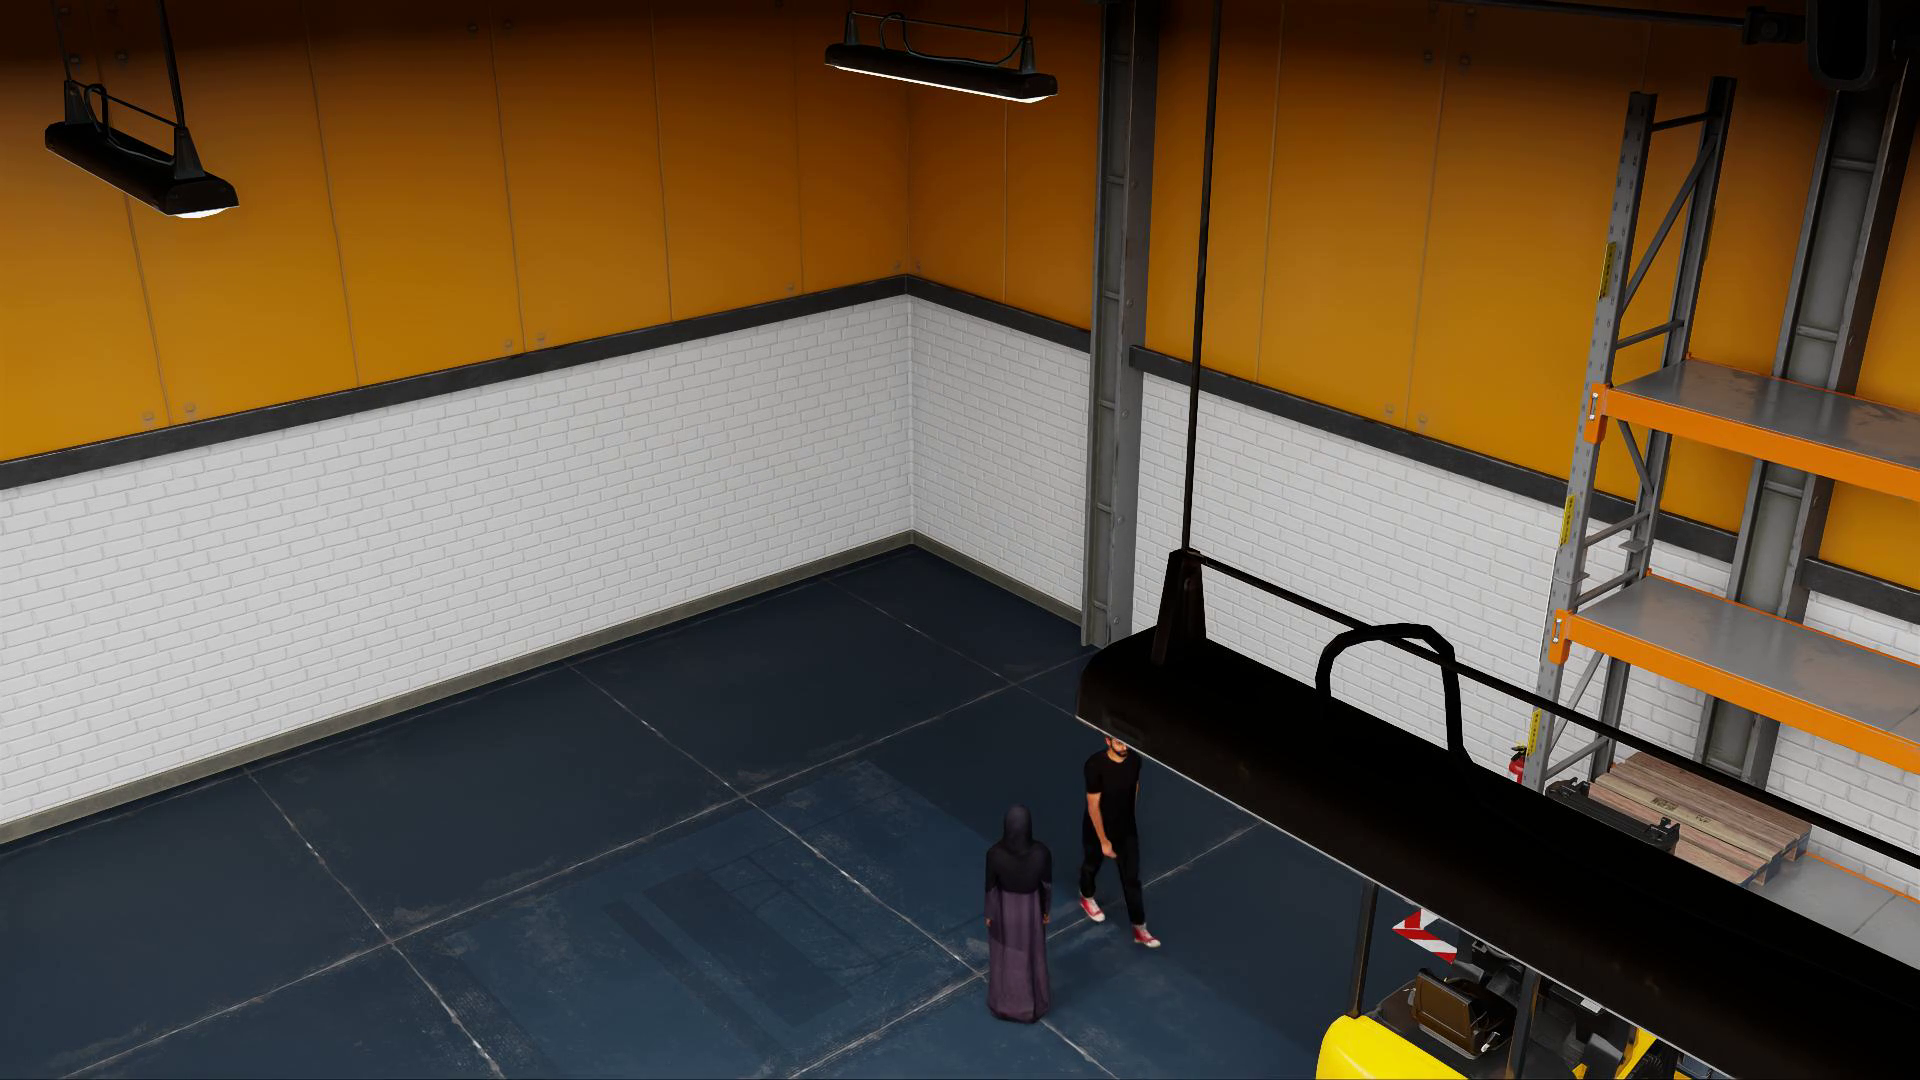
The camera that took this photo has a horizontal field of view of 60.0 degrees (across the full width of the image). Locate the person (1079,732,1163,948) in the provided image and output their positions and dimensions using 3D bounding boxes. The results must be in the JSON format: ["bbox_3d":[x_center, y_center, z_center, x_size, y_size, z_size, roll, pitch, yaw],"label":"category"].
[{"bbox_3d":[1.009,2.004,11.810,0.811,1.717,1.154,-11,26,-23],"label":"person"}]

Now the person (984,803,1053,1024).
[{"bbox_3d":[0.372,2.437,10.947,0.716,1.614,0.762,-1,24,-2],"label":"person"}]
